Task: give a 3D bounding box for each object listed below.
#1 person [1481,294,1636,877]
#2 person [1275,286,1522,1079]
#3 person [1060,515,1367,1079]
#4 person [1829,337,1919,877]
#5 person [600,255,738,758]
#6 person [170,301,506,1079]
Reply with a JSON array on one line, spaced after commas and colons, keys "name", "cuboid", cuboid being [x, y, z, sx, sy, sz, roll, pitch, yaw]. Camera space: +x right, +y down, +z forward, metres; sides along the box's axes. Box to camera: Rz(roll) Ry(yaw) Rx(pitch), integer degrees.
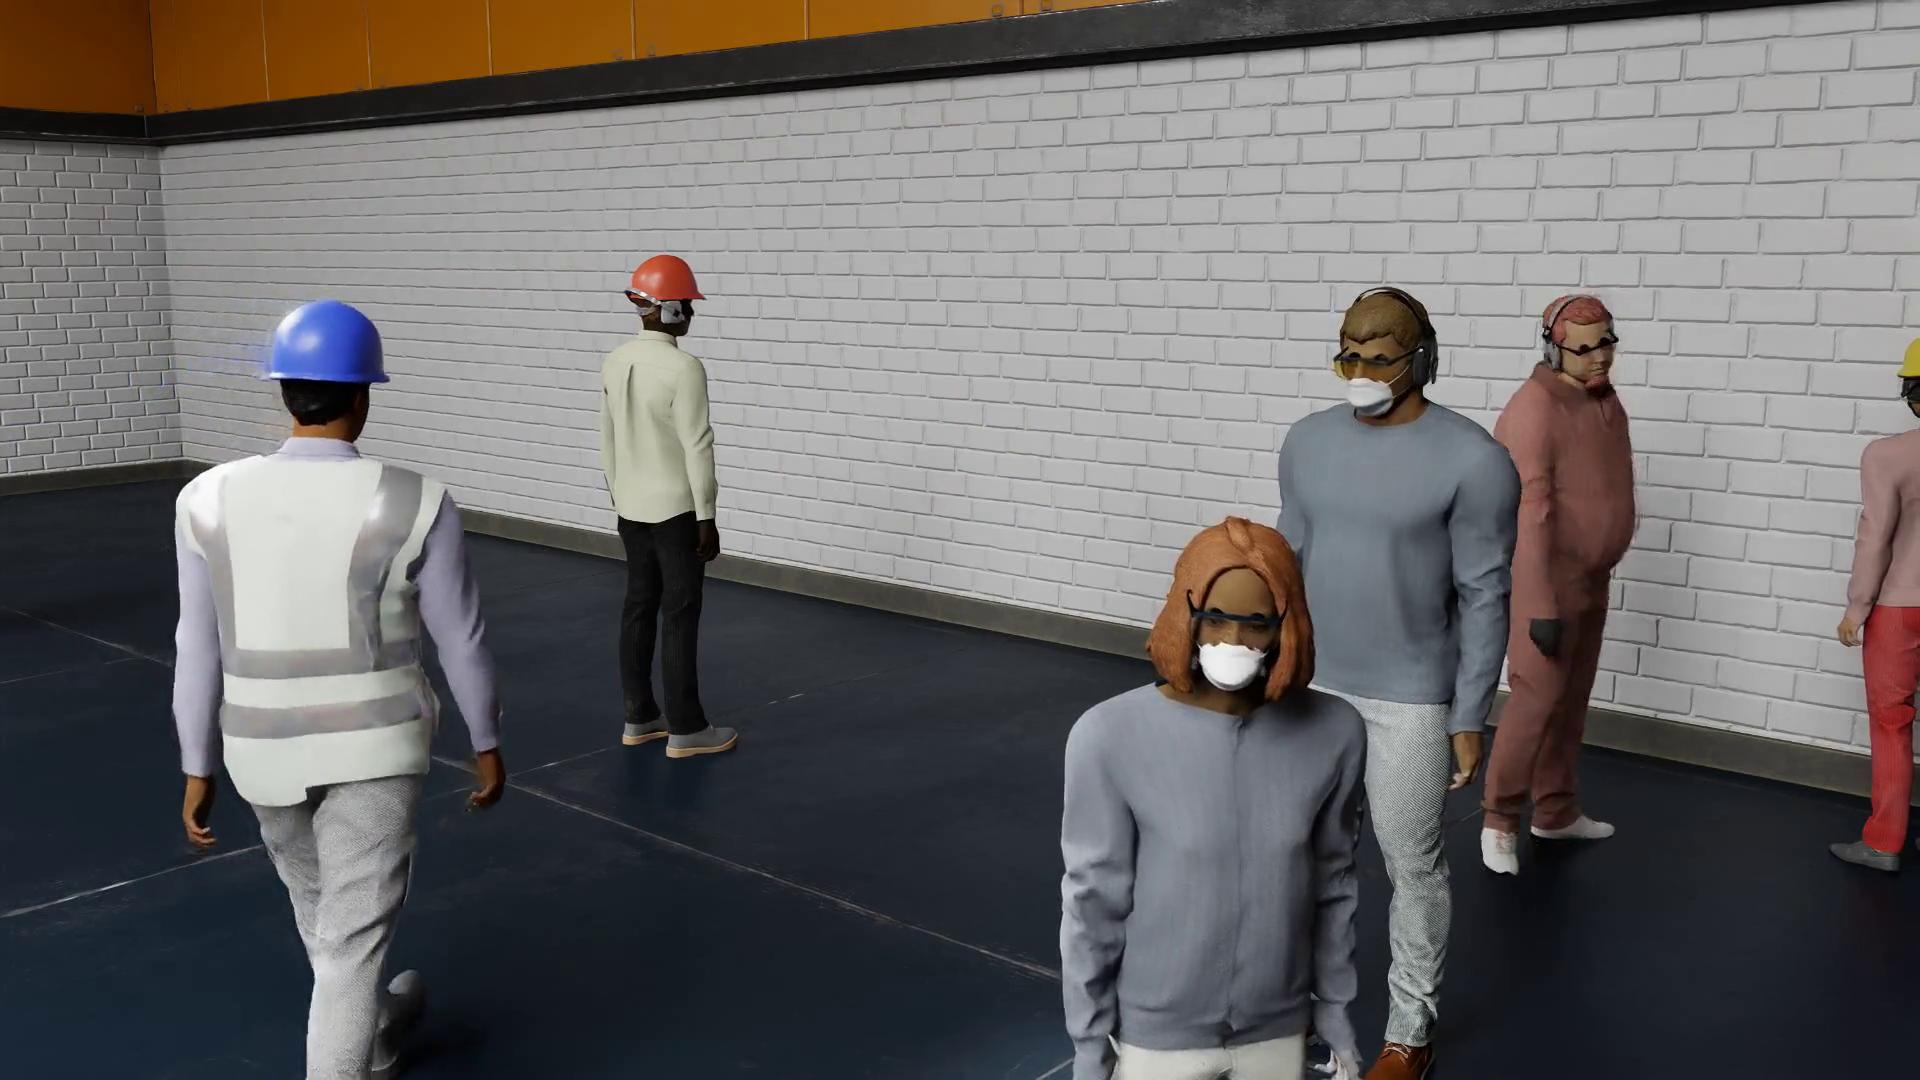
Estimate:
[{"name": "person", "cuboid": [1.996, 0.145, 5.452, 0.394, 1.877, 0.711, 9, 13, 42]}, {"name": "person", "cuboid": [0.989, 0.370, 3.978, 0.627, 1.935, 0.371, 9, 14, 43]}, {"name": "person", "cuboid": [0.391, 0.769, 2.564, 0.499, 1.632, 0.285, -3, 10, -16]}, {"name": "person", "cuboid": [3.098, 0.207, 5.385, 0.533, 1.767, 0.327, -1, 10, -8]}, {"name": "person", "cuboid": [-1.174, -0.133, 6.665, 0.625, 1.992, 0.386, 9, 13, 42]}, {"name": "person", "cuboid": [-1.326, 0.436, 3.682, 0.642, 1.898, 0.966, 1, 10, 4]}]
